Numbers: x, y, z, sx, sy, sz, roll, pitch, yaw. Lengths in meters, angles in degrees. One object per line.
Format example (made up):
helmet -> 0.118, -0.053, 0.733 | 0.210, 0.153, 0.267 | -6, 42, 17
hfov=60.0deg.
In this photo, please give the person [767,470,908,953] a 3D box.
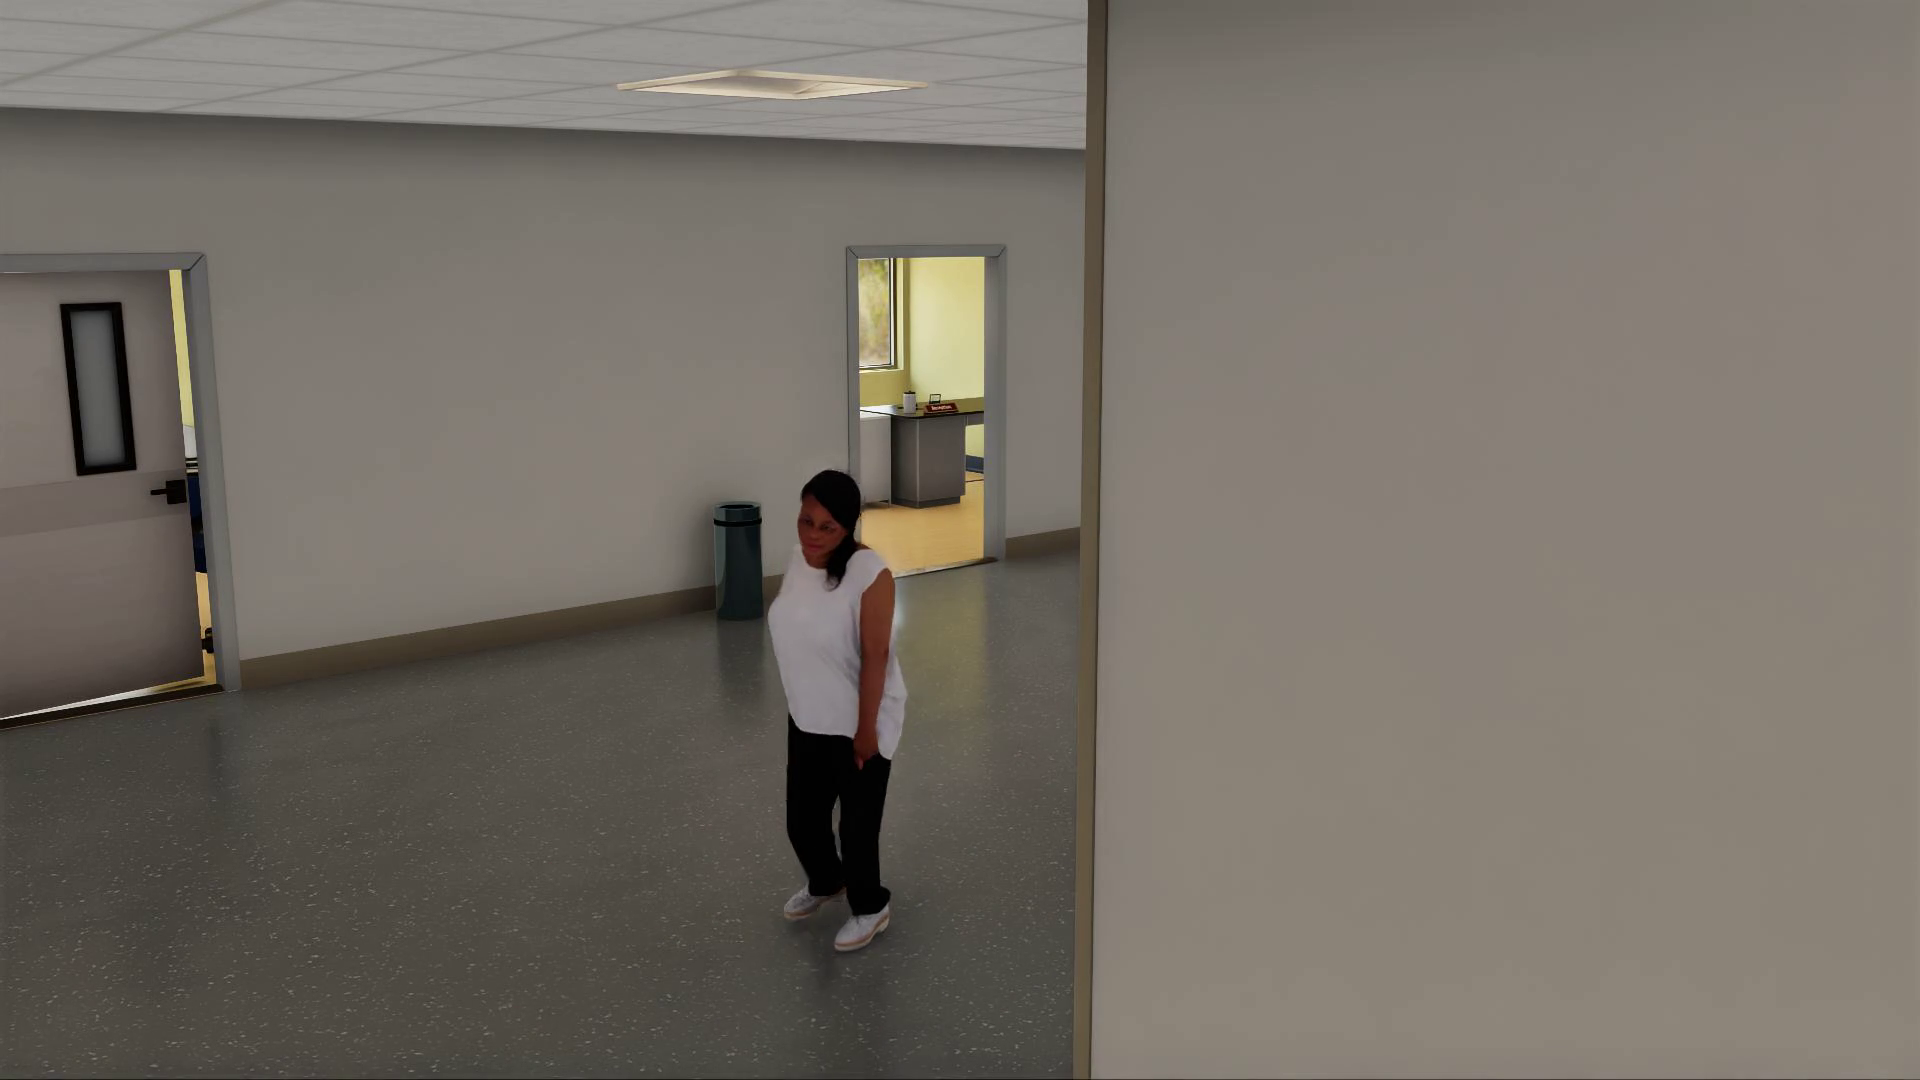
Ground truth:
person -> -0.395, 0.575, 5.634 | 0.635, 1.659, 0.702 | -6, 12, -28
